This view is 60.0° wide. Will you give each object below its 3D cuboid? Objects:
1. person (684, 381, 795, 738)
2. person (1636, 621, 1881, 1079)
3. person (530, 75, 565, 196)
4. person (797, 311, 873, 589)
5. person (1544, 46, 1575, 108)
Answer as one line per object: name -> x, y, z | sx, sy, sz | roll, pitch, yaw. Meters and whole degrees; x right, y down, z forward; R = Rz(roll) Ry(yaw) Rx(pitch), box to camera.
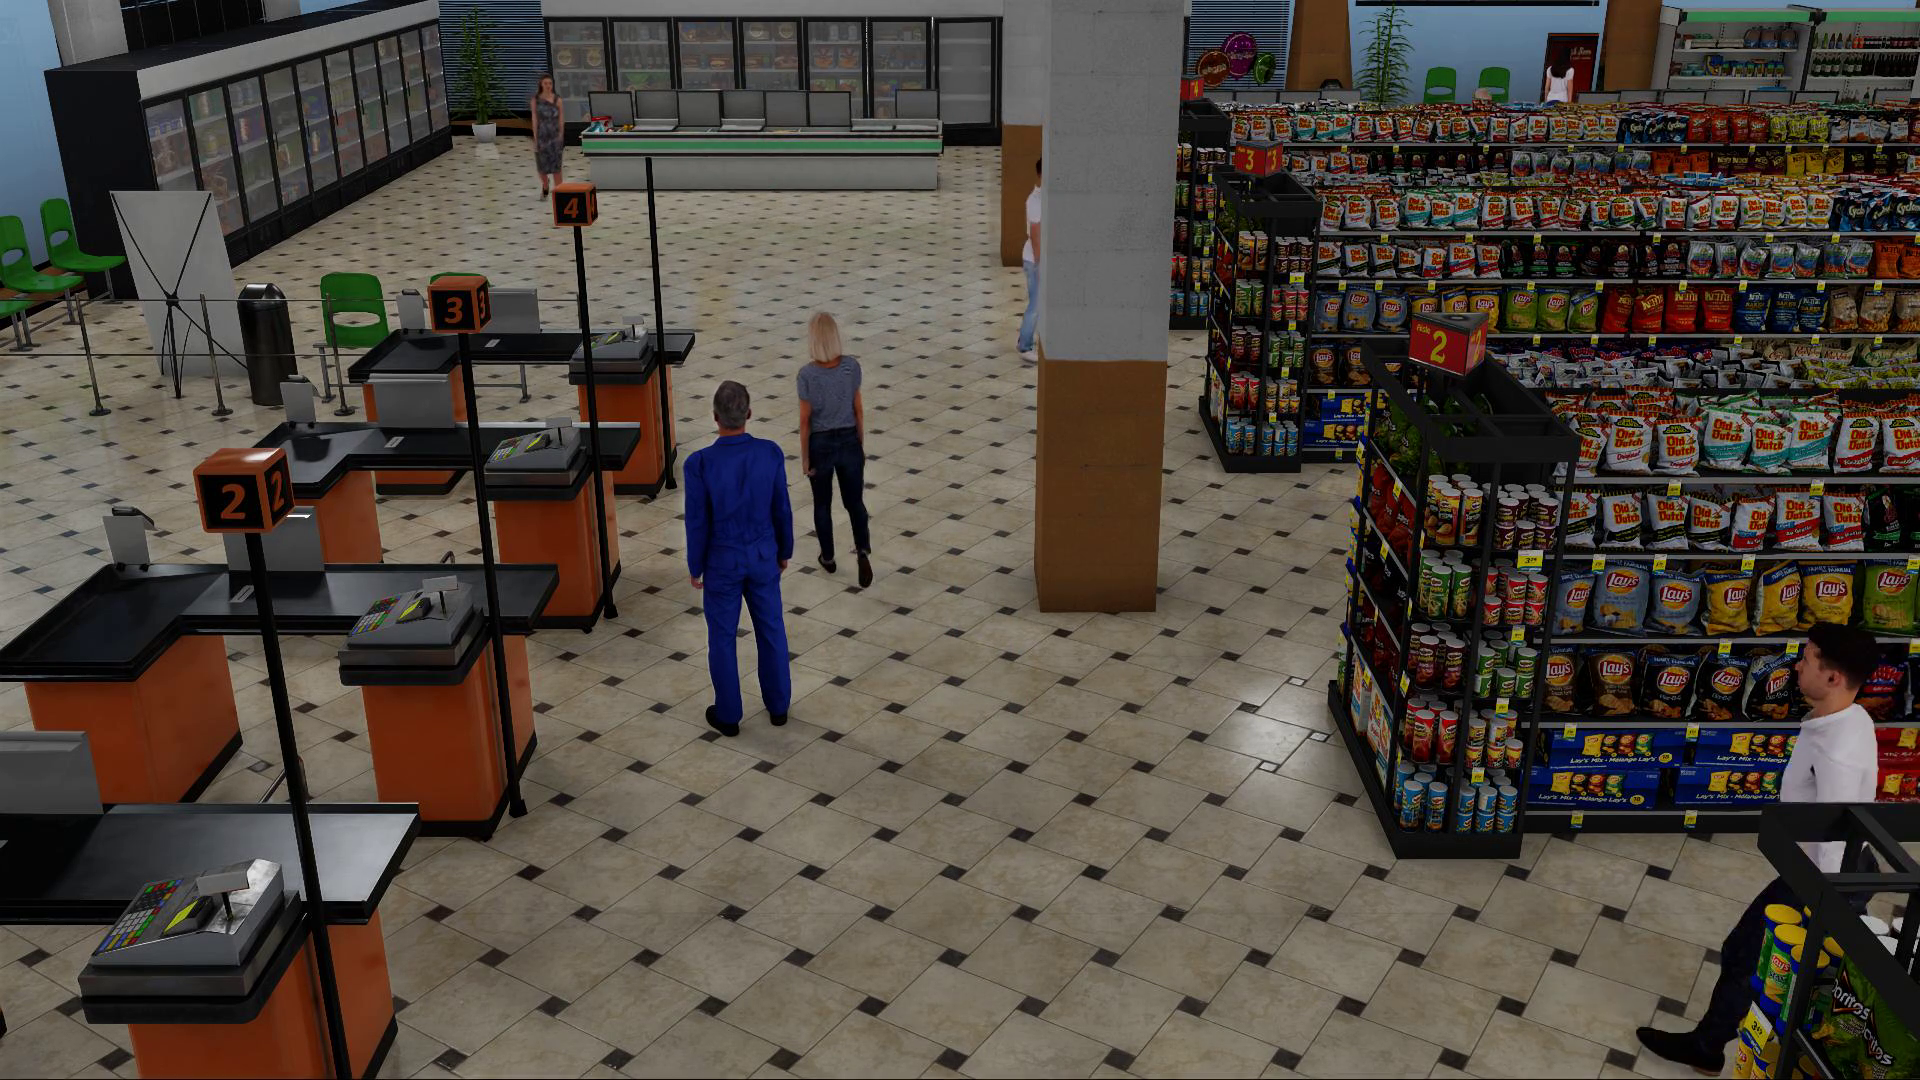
person -> -1.098, 0.101, 8.336 | 0.670, 1.829, 0.850 | -10, 24, -23
person -> 3.016, 1.195, 5.607 | 1.337, 1.833, 1.169 | 16, 27, 34
person -> -5.395, -5.220, 21.777 | 1.021, 1.680, 0.820 | -6, 23, -15
person -> -0.733, -0.520, 10.051 | 0.994, 1.703, 0.861 | -8, 23, -18
person -> 9.045, -6.592, 25.189 | 0.725, 1.683, 0.675 | -19, 28, -38
